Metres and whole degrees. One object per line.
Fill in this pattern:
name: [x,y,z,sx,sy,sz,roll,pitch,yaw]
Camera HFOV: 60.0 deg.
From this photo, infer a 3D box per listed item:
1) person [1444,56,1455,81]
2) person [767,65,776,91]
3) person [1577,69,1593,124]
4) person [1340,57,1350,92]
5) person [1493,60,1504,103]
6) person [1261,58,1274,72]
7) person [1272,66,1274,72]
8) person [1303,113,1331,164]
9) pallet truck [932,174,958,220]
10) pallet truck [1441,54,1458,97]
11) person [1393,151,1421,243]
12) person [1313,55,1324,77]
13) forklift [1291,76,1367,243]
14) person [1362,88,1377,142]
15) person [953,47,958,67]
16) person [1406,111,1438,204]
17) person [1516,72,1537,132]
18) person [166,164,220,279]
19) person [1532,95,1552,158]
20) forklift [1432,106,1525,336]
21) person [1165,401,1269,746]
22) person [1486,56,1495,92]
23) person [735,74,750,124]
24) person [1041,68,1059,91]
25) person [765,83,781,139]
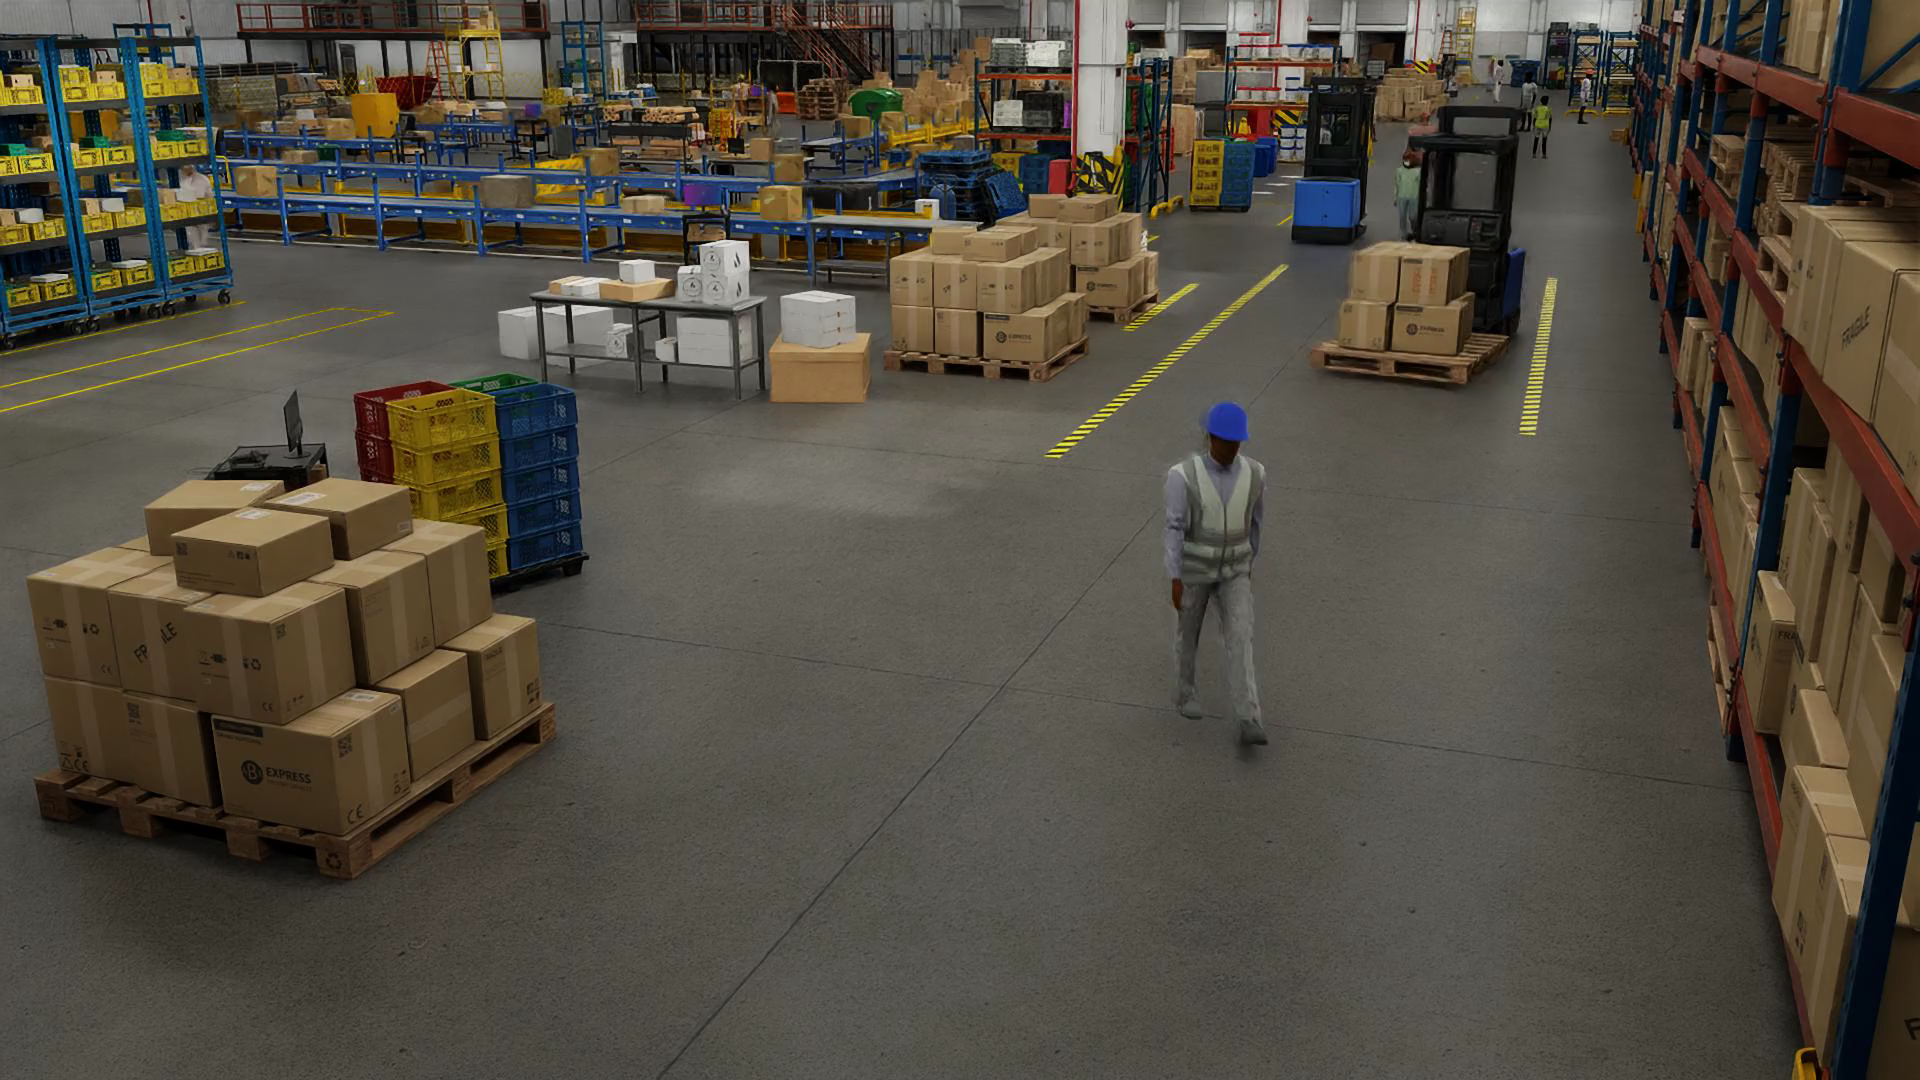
person: [23.490,-22.334,79.869,1.042,1.940,0.614,-6,19,-19]
person: [-7.598,-18.084,66.680,1.025,1.825,0.580,9,20,26]
person: [22.508,-15.935,59.781,0.399,1.928,0.542,3,18,8]
person: [19.375,-23.341,83.432,0.369,1.683,0.547,9,20,26]
person: [23.955,-20.391,73.913,0.429,1.844,0.624,2,18,7]
person: [14.580,-22.042,79.004,0.676,1.898,0.635,15,23,40]
person: [13.663,-19.979,72.603,0.687,1.843,0.577,16,23,40]
person: [7.740,-8.354,36.138,0.598,1.812,0.715,8,19,22]
pallet truck: [-0.507,-5.292,27.348,0.653,1.274,1.630,6,19,19]
pallet truck: [22.765,-21.886,78.355,0.823,1.965,1.885,-4,18,-14]
person: [7.722,-5.879,28.674,0.519,1.612,0.374,10,20,29]
person: [18.312,-23.872,84.780,0.611,1.882,0.953,-4,18,-12]
forklift: [6.598,-6.755,29.381,1.129,2.768,1.873,6,19,19]
person: [12.693,-13.239,51.739,0.532,1.656,0.873,-8,19,-25]
person: [-0.283,-27.478,96.040,0.374,1.928,0.543,-16,23,-40]
person: [9.731,-8.052,35.039,0.657,1.905,0.402,4,18,14]
person: [19.017,-14.664,55.714,0.371,1.966,0.608,-9,20,-25]
person: [-11.402,-4.798,24.881,0.960,1.855,0.673,16,23,40]
person: [16.043,-11.379,45.838,0.531,1.692,0.320,13,22,34]
forklift: [6.193,-3.838,20.214,1.129,2.768,1.873,10,20,29]
person: [1.423,0.190,9.145,0.615,1.899,0.977,-3,18,-10]
person: [26.716,-23.402,83.522,0.543,1.749,0.460,-15,23,-39]
person: [-7.763,-15.783,59.568,0.555,1.745,0.551,-11,21,-32]
person: [3.249,-15.857,59.342,0.746,2.000,0.536,13,22,35]
person: [-5.619,-12.857,50.247,0.453,1.840,0.546,-1,18,-2]
